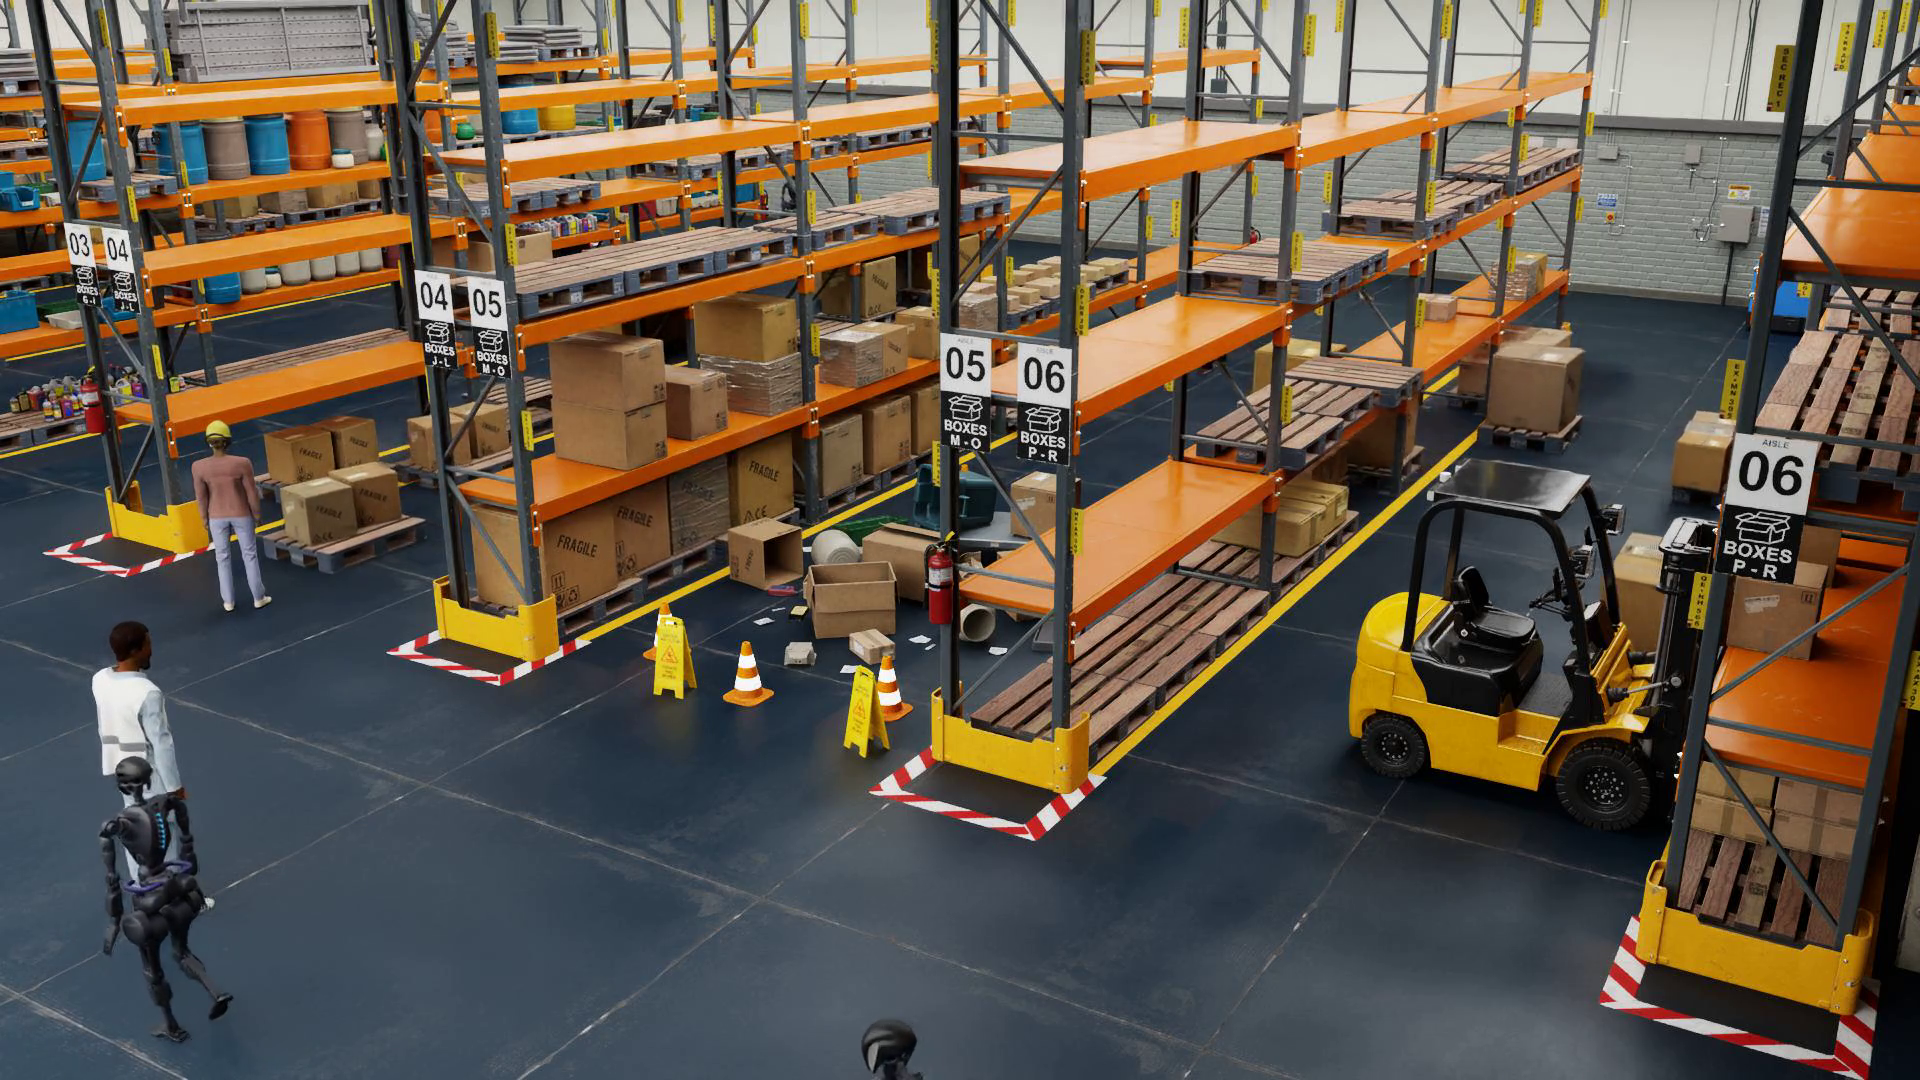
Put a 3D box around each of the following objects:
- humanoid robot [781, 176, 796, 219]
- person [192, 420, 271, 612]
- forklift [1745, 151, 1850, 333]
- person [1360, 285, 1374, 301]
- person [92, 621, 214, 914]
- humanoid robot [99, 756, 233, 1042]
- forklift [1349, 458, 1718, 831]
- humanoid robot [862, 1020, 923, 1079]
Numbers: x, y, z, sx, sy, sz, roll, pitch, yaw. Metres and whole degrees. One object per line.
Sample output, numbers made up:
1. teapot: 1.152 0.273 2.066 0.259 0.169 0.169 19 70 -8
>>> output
1. humanoid robot: -3.380 -6.755 34.020 0.612 1.631 0.675 -14 24 -35
2. person: -6.549 -0.210 14.943 0.521 1.761 0.318 -5 20 -13
3. forklift: 13.620 -4.667 26.137 1.873 2.768 1.129 11 22 29
4. person: 6.956 -5.052 29.084 0.766 1.671 0.534 15 24 37
5. person: -4.928 1.404 10.038 0.595 1.914 0.373 12 22 30
6. humanoid robot: -4.247 1.940 8.864 0.431 1.646 0.601 8 21 23
7. forklift: 3.988 0.658 11.776 2.313 2.155 1.214 11 22 29
8. humanoid robot: -0.243 2.682 6.768 0.619 1.662 0.601 -1 19 -2
